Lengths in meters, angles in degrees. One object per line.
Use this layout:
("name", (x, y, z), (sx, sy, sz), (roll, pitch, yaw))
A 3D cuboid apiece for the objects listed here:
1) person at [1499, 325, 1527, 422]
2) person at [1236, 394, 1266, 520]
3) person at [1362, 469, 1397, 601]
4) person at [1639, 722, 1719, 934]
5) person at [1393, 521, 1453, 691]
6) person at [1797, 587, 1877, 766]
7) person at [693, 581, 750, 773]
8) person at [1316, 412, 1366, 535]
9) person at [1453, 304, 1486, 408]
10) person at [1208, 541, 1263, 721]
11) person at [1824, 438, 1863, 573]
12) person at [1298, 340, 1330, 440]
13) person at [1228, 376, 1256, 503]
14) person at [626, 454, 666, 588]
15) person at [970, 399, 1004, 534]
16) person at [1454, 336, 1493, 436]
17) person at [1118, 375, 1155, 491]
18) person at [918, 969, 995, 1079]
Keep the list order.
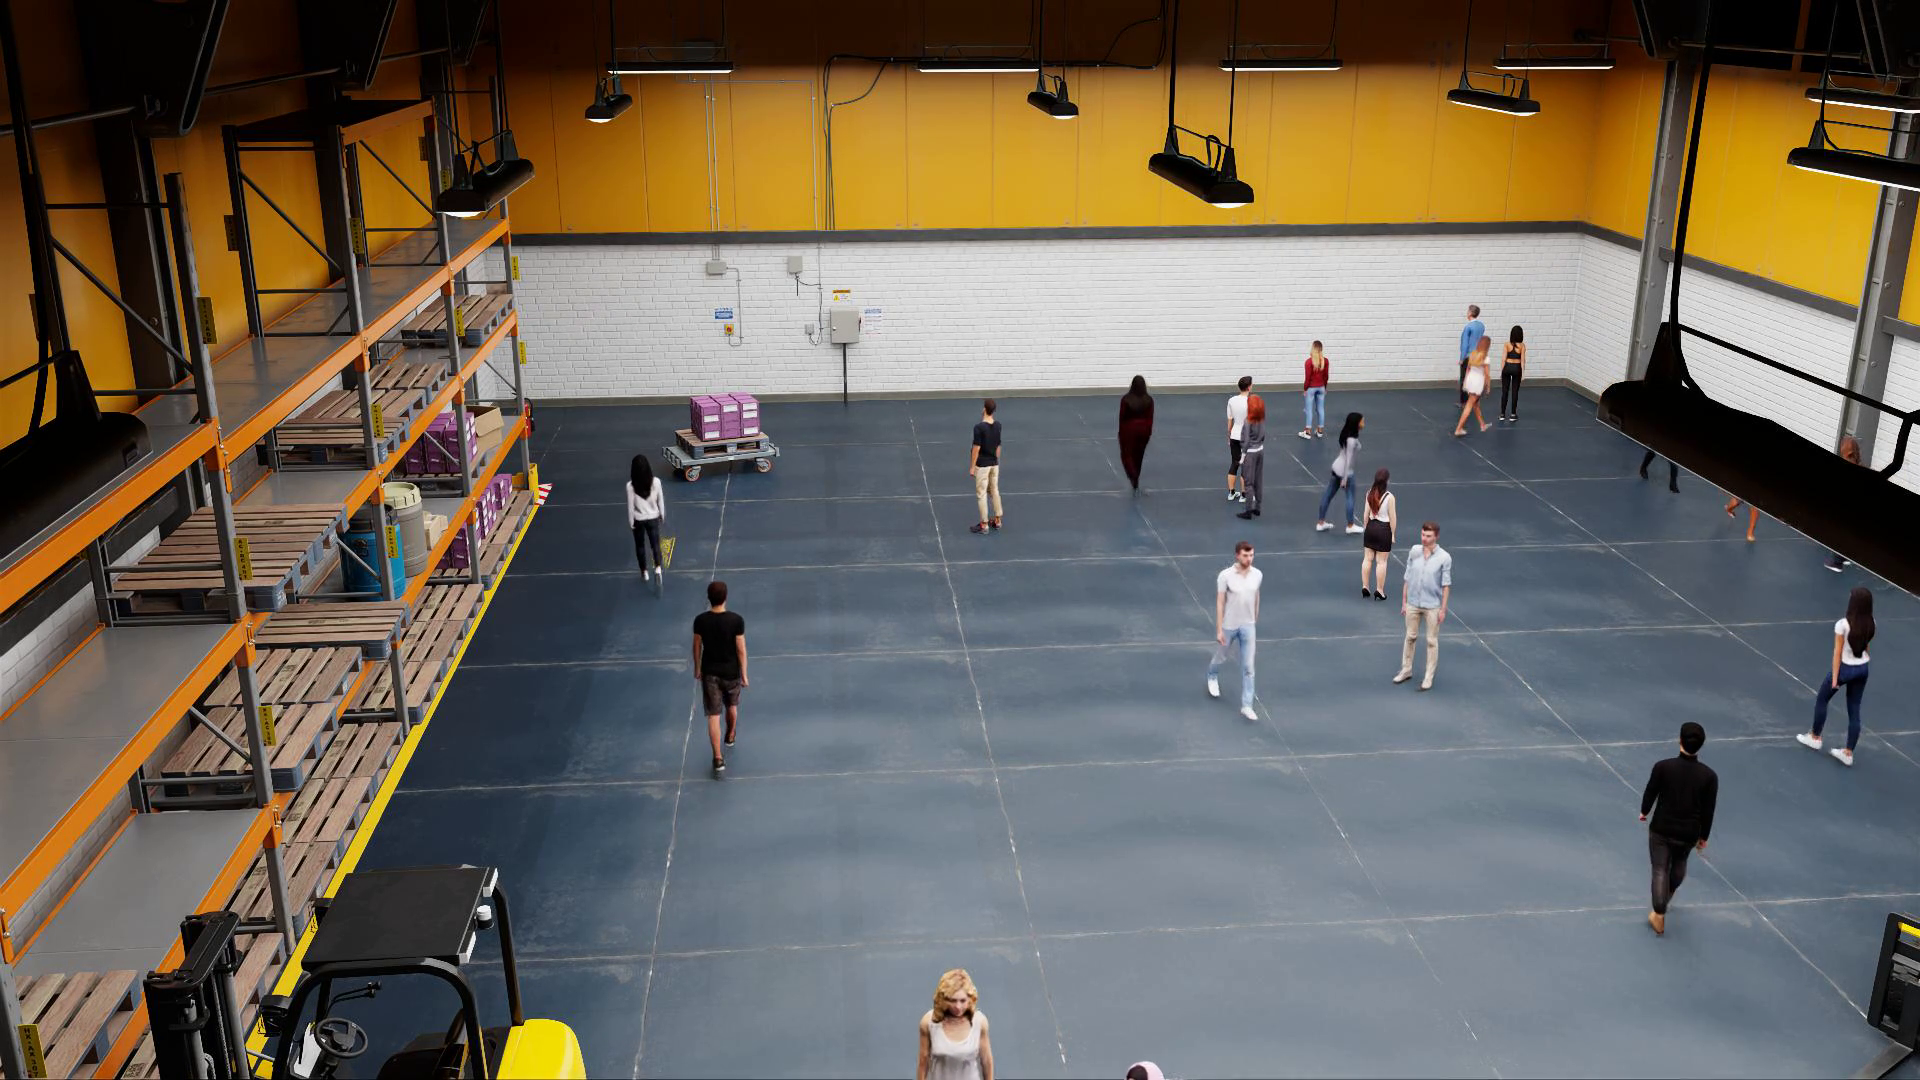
("person", (9.498, -2.886, 28.624), (0.660, 1.649, 0.680), (8, 20, 23))
("person", (4.103, -1.179, 23.349), (0.656, 1.781, 0.677), (-15, 24, -38))
("person", (5.097, -0.073, 20.270), (0.631, 1.649, 0.693), (15, 24, 38))
("person", (5.664, 2.300, 13.157), (0.888, 1.693, 1.116), (5, 19, 13))
("person", (4.965, 0.673, 17.746), (0.721, 1.846, 0.760), (13, 23, 33))
("person", (8.591, 1.328, 15.943), (0.627, 1.755, 0.825), (-3, 19, -8))
("person", (-2.304, 1.320, 15.870), (0.677, 1.819, 1.169), (-1, 19, -4))
("person", (5.146, -0.899, 22.651), (0.672, 1.696, 0.802), (-2, 19, -5))
("person", (9.060, -3.278, 29.523), (0.748, 1.818, 0.748), (-13, 23, -34))
("person", (2.812, 0.880, 17.181), (0.707, 1.815, 1.202), (-3, 19, -8))
("person", (11.328, -0.416, 21.163), (0.663, 1.730, 0.696), (-8, 20, -22))
("person", (5.868, -2.498, 27.497), (0.657, 1.634, 0.611), (-6, 20, -18))
("person", (4.093, -1.474, 24.116), (0.723, 1.851, 0.808), (18, 25, 42))
("person", (-3.884, -0.224, 20.668), (0.779, 1.683, 1.063), (-7, 20, -20))
("person", (0.364, -1.011, 22.746), (0.774, 1.848, 0.752), (16, 24, 38))
("person", (8.456, -2.508, 27.512), (0.917, 1.642, 1.057), (-10, 21, -28))
("person", (2.589, -1.536, 24.479), (0.685, 1.737, 0.943), (-2, 19, -7))
("person", (-0.034, 3.315, 10.220), (0.618, 1.643, 0.850), (-3, 19, -8))
